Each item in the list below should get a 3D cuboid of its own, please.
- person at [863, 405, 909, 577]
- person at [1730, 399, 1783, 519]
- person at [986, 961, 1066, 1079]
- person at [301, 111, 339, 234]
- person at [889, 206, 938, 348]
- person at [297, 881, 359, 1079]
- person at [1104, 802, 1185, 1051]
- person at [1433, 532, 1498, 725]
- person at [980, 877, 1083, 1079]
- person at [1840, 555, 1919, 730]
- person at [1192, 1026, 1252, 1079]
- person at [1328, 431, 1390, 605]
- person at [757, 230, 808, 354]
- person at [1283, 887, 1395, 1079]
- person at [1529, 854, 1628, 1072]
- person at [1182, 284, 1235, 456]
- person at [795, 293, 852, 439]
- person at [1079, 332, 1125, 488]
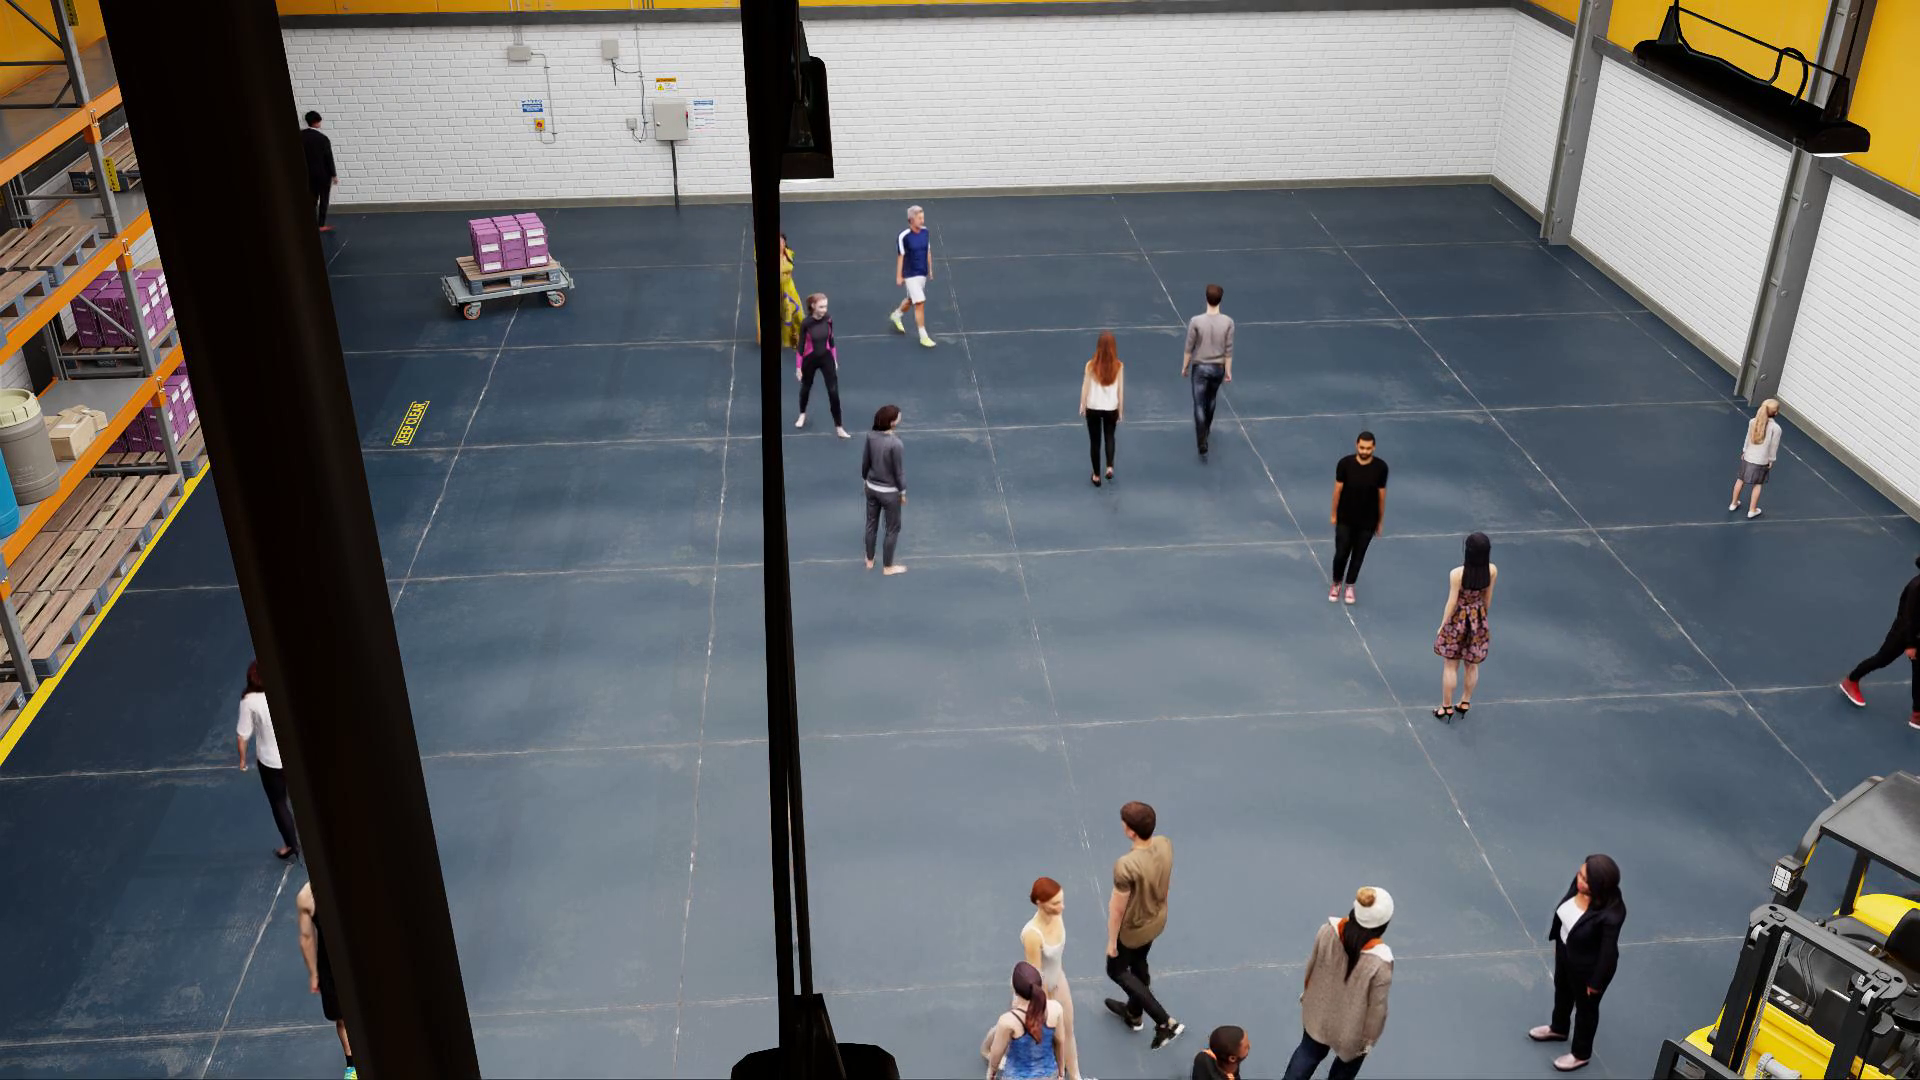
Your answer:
[{"bbox_3d":[-0.777,-0.497,15.979,0.750,1.763,0.788,12,31,20],"label":"person"},{"bbox_3d":[8.229,-0.862,17.158,0.657,1.274,0.585,-21,35,-34],"label":"person"},{"bbox_3d":[0.422,3.112,9.532,0.679,1.601,0.761,-11,30,-19],"label":"person"},{"bbox_3d":[-9.747,-5.552,25.172,0.886,1.835,0.786,2,29,3],"label":"person"},{"bbox_3d":[-0.643,-3.403,21.267,1.239,1.801,1.120,24,37,37],"label":"person"},{"bbox_3d":[-3.727,2.591,10.183,0.722,1.892,0.639,-7,29,-13],"label":"person"},{"bbox_3d":[1.183,2.469,10.466,0.986,1.835,1.061,-25,37,-38],"label":"person"},{"bbox_3d":[4.168,0.716,13.743,0.707,1.774,0.718,-7,29,-13],"label":"person"},{"bbox_3d":[0.413,2.729,10.232,1.029,1.603,1.025,18,33,29],"label":"person"},{"bbox_3d":[7.797,0.761,13.811,0.865,1.631,1.176,-13,31,-22],"label":"person"},{"bbox_3d":[1.376,3.306,8.958,0.768,1.809,0.619,-12,31,-22],"label":"person"},{"bbox_3d":[3.713,-0.247,15.538,0.672,1.747,0.661,4,29,7],"label":"person"},{"bbox_3d":[-2.336,-3.122,20.944,1.164,1.617,1.298,-22,36,-35],"label":"person"},{"bbox_3d":[2.198,2.808,9.806,1.121,1.872,1.105,-24,36,-36],"label":"person"},{"bbox_3d":[3.920,2.614,10.429,0.718,1.616,0.602,-7,29,-12],"label":"person"},{"bbox_3d":[2.740,-1.848,18.336,0.766,1.877,1.198,0,29,0],"label":"person"},{"bbox_3d":[-1.636,-1.994,18.803,0.942,1.686,1.213,-10,30,-18],"label":"person"},{"bbox_3d":[1.515,-1.339,17.575,0.587,1.712,0.535,-3,29,-5],"label":"person"}]
